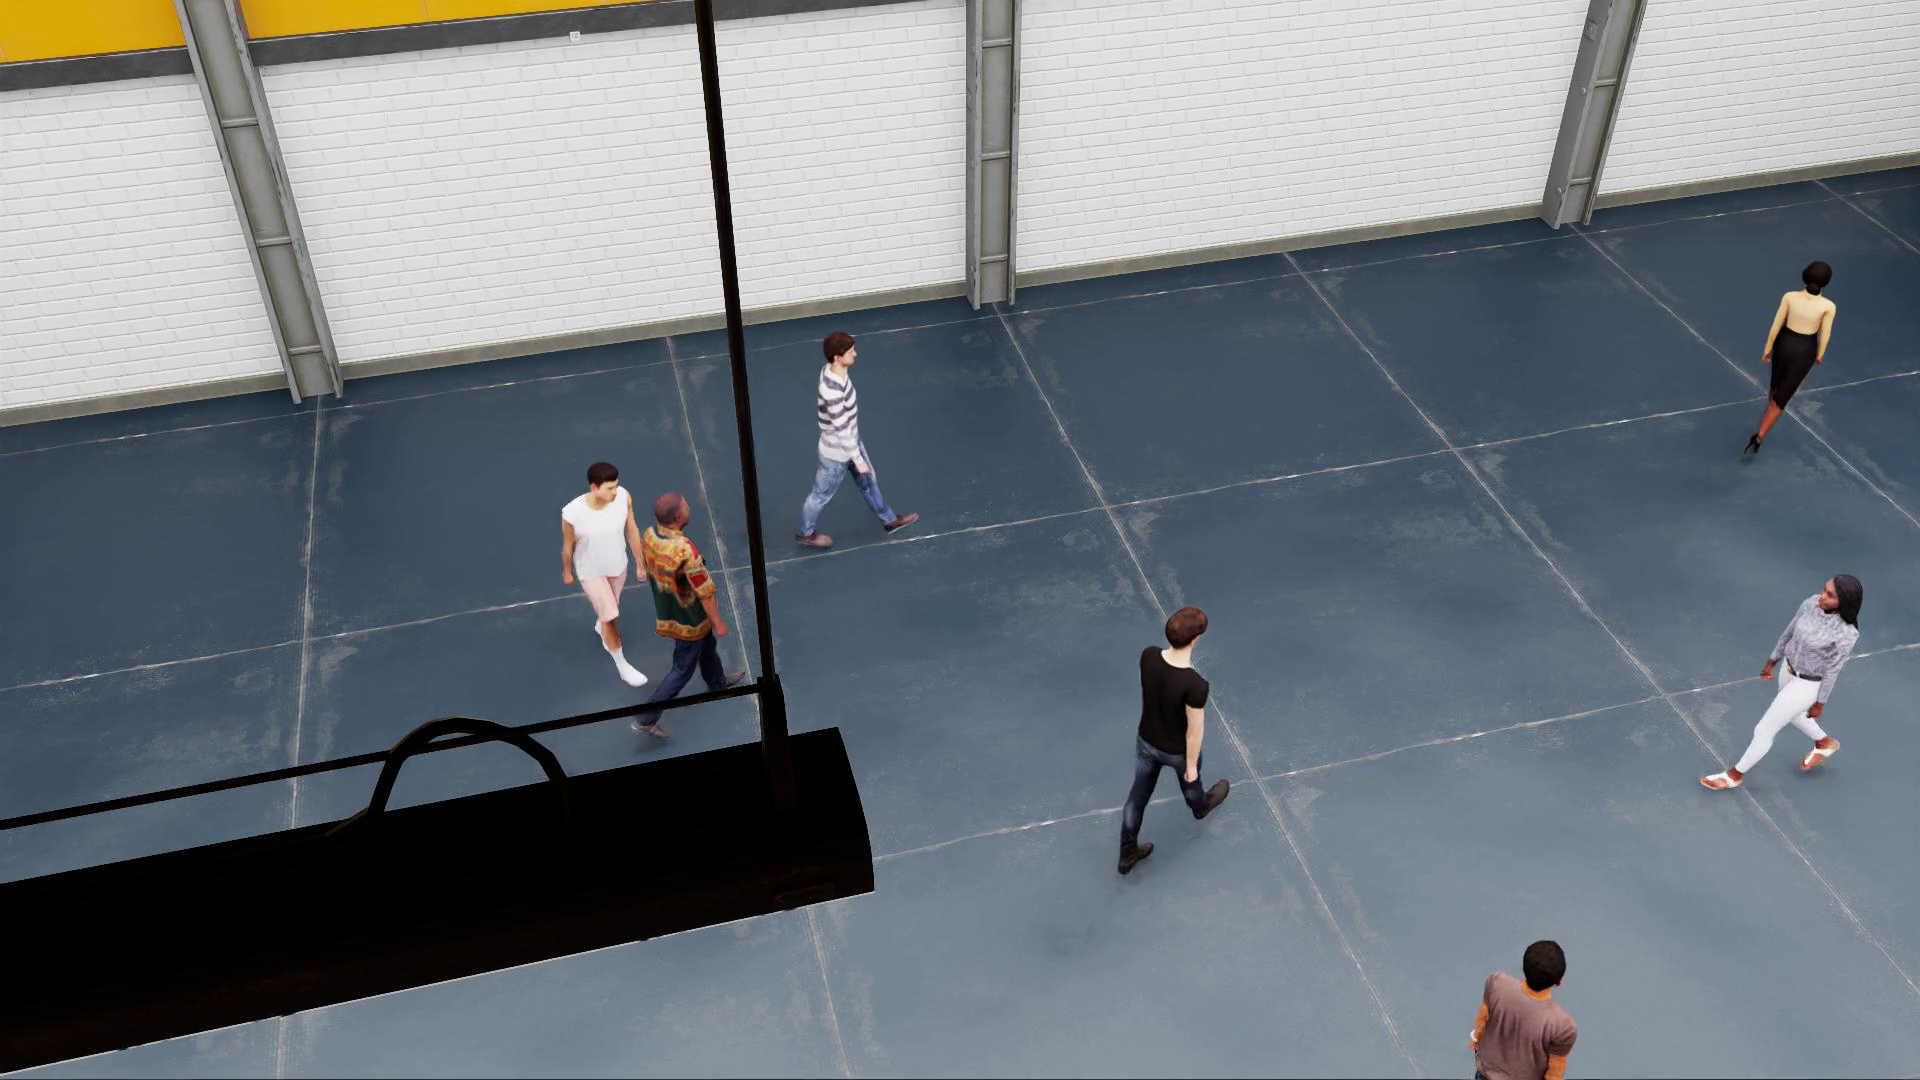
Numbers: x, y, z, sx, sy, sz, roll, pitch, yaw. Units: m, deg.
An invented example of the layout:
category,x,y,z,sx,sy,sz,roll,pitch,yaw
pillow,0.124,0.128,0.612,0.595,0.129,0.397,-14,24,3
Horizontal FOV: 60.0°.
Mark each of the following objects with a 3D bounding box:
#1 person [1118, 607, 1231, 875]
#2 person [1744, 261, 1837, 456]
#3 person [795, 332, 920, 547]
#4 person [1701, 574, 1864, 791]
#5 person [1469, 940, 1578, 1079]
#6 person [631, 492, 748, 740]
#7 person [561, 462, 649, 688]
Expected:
category,x,y,z,sx,sy,sz,roll,pitch,yaw
person,1.140,1.222,9.675,1.093,1.852,1.286,31,48,33
person,6.553,-1.402,13.151,0.913,1.615,1.117,31,48,32
person,-0.975,-0.666,12.081,1.248,1.800,0.919,2,39,3
person,5.248,0.880,10.231,1.175,1.692,0.707,-4,39,-5
person,2.617,2.596,8.016,0.789,1.775,0.765,-31,48,-33
person,-1.822,0.510,10.627,1.269,1.776,0.991,-26,45,-28
person,-2.442,0.126,11.147,1.072,1.728,0.956,-20,43,-24
